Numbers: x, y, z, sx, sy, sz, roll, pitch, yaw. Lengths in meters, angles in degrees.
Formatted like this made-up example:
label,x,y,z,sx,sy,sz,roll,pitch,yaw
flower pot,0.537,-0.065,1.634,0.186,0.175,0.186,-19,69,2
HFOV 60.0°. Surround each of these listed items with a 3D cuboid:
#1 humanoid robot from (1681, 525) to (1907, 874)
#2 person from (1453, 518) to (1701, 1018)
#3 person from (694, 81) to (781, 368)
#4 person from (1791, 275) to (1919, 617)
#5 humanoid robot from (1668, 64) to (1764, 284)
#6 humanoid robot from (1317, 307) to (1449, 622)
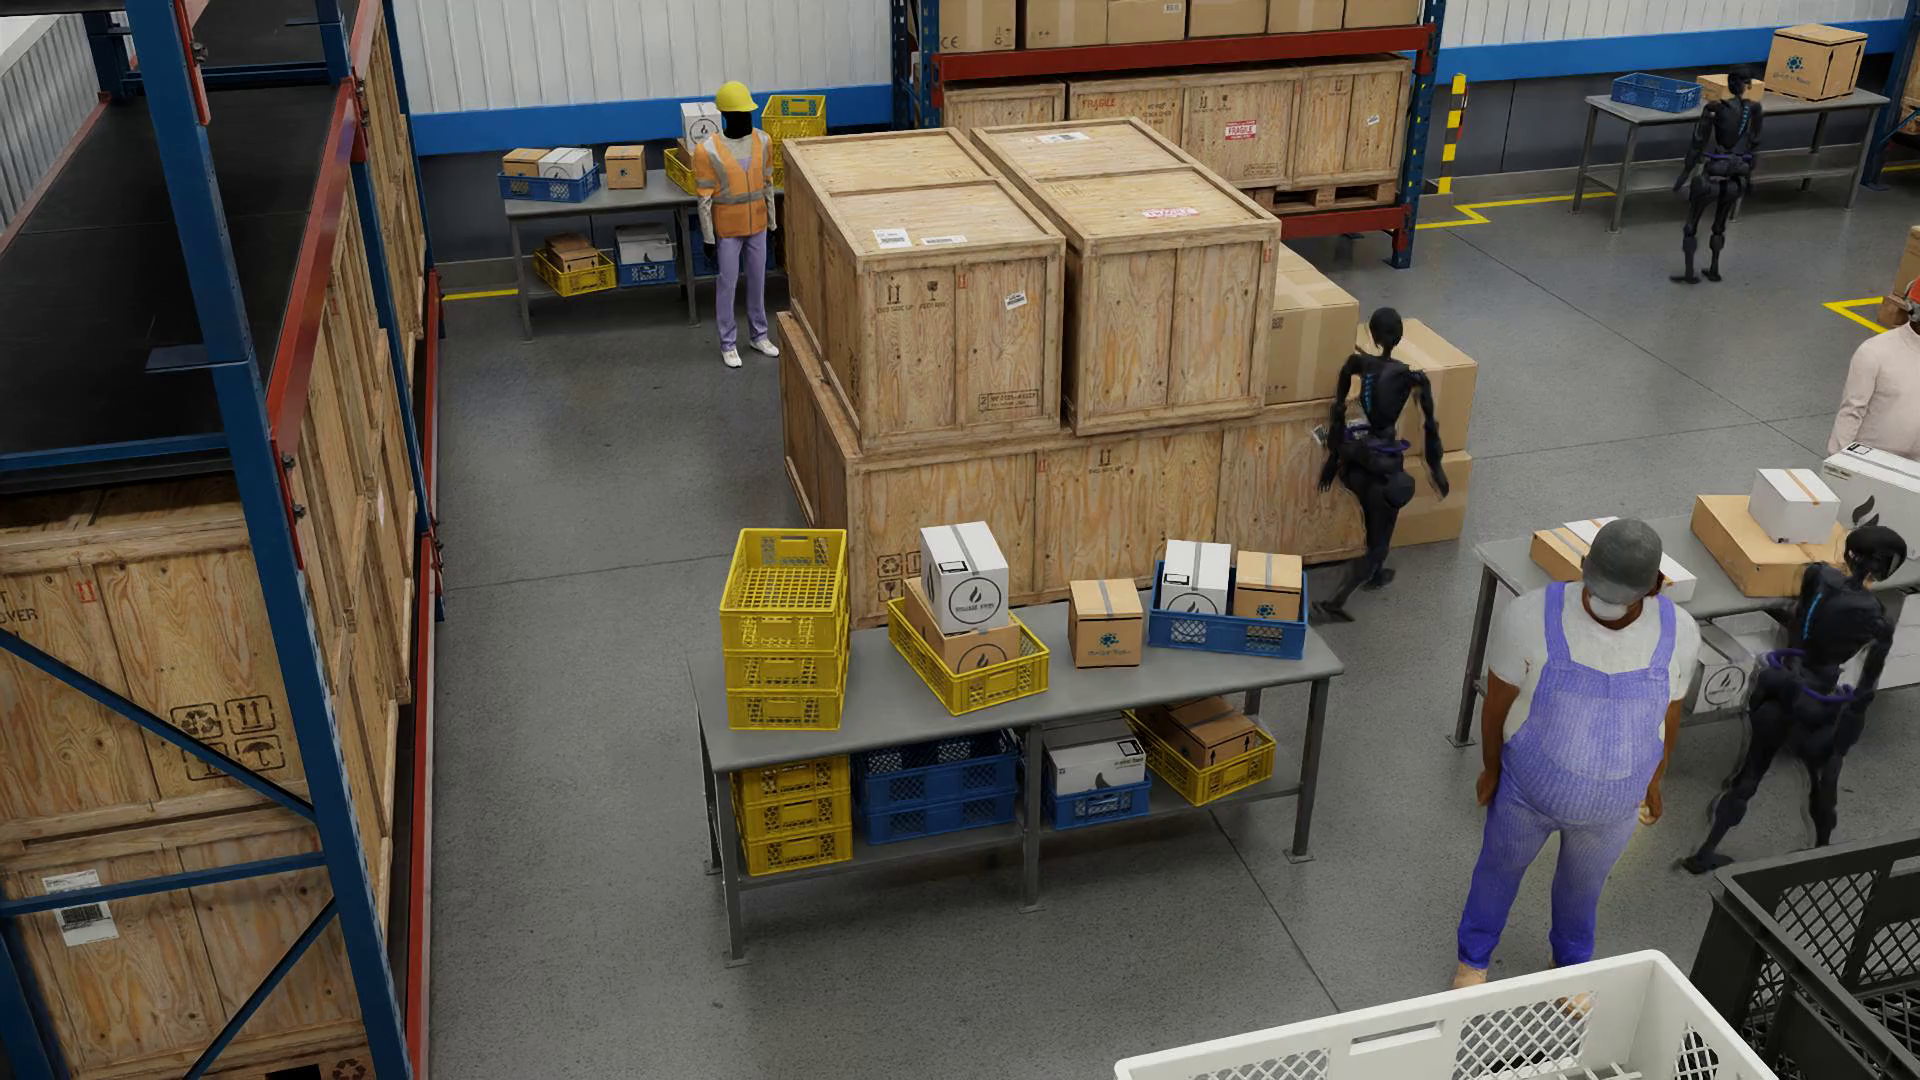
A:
label,x,y,z,sx,sy,sz,roll,pitch,yaw
humanoid robot,3.347,0.651,6.529,0.759,1.628,0.559,-8,30,-15
person,2.144,0.822,5.789,0.673,2.000,0.537,4,29,7
person,-1.484,-2.132,11.265,0.593,1.928,0.358,-20,35,-32
person,4.477,-0.383,8.038,0.614,1.986,0.406,-6,29,-11
humanoid robot,5.843,-2.788,12.710,0.655,1.635,0.477,-6,29,-11
humanoid robot,2.104,-0.380,8.404,0.689,1.628,0.565,-18,33,-29
